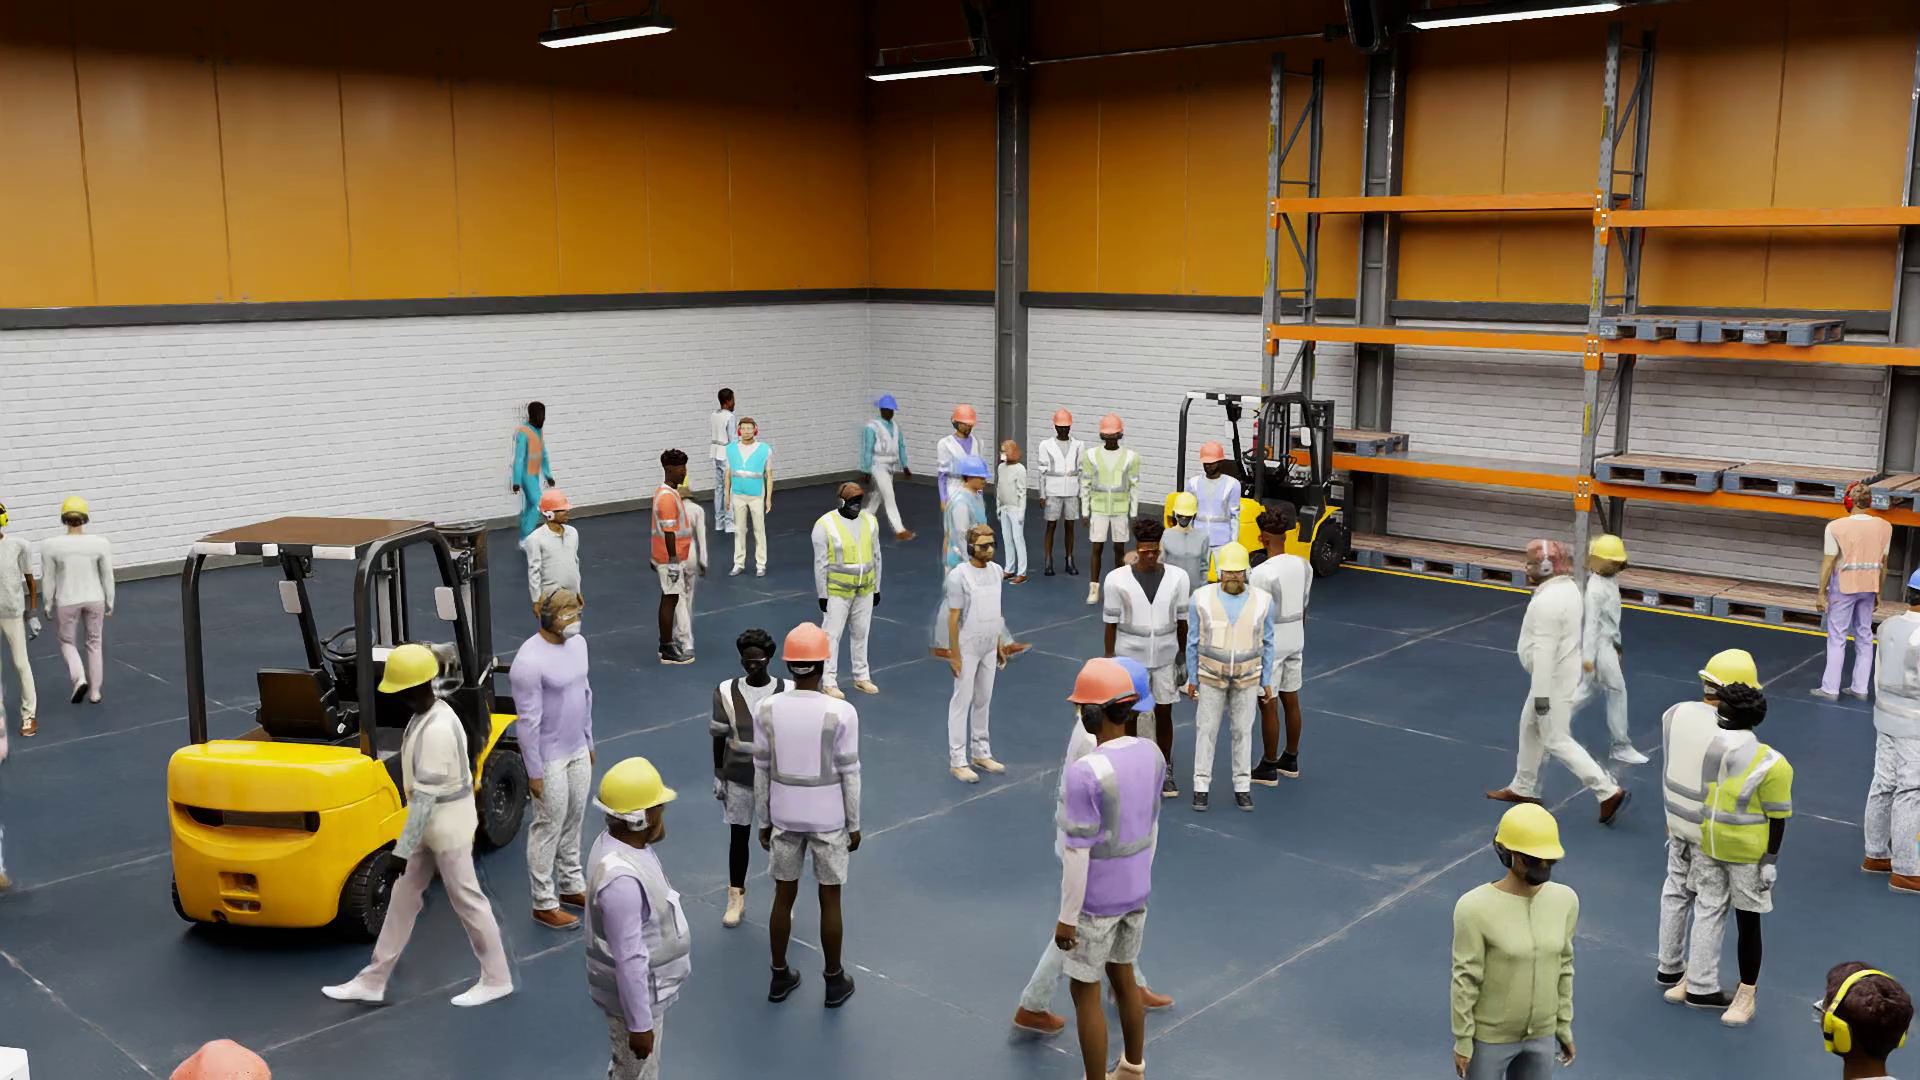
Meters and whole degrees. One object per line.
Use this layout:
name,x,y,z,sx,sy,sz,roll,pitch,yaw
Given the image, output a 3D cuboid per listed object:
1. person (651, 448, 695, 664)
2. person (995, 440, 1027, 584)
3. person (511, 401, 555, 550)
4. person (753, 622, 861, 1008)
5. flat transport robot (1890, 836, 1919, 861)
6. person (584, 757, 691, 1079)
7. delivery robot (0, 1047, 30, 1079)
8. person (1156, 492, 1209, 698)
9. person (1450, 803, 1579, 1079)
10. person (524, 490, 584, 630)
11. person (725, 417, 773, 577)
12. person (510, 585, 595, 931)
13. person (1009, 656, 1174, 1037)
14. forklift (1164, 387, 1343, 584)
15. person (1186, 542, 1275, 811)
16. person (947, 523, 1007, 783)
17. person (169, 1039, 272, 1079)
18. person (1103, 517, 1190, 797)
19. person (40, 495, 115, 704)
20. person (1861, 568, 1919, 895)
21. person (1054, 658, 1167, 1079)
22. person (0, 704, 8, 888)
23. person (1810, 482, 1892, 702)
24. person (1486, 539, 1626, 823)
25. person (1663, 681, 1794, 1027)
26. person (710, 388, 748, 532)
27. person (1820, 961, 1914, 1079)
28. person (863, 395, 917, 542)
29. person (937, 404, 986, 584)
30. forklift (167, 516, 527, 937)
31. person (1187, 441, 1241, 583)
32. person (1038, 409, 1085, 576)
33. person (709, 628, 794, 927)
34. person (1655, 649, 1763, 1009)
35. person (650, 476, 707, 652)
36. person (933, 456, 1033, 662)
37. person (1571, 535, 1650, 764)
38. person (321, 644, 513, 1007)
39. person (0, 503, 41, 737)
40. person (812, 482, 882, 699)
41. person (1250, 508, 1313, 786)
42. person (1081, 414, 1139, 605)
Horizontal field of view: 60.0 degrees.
person,-2.622,0.141,15.157,0.362,1.962,0.614,-2,10,-12
person,0.579,-0.320,18.759,0.280,1.628,0.504,-7,12,-34
person,-5.318,-0.784,20.663,0.515,1.889,0.597,1,10,4
person,-0.753,1.365,8.295,0.544,1.929,0.378,3,10,15
flat transport robot,6.133,1.898,9.969,0.652,0.197,1.431,1,10,7
person,-1.244,1.736,6.454,0.404,1.832,0.600,-2,10,-14
delivery robot,-4.105,2.287,6.685,0.477,0.478,0.707,2,10,11
person,1.846,0.469,13.868,0.523,1.763,0.329,-3,11,-19
person,2.045,1.822,6.147,0.522,1.771,0.307,-3,10,-18
person,-3.389,0.446,14.009,0.319,1.755,0.572,6,12,31
person,-2.424,-0.496,19.110,0.569,1.849,0.384,2,10,10
person,-2.238,1.197,9.256,0.379,1.931,0.635,3,11,19
person,0.629,1.456,7.945,0.779,1.893,0.626,0,10,1
forklift,3.298,-0.608,18.767,1.214,2.155,2.313,9,13,42
person,1.807,0.912,11.140,0.589,1.835,0.404,1,10,4
person,0.127,0.785,11.831,0.506,1.846,0.350,-10,14,-43
person,-1.589,2.122,3.741,0.687,2.014,0.521,-2,10,-11
person,1.277,0.806,11.420,0.609,1.952,0.389,-1,10,-5
person,-7.224,0.509,13.667,0.537,1.750,0.440,-7,12,-35
person,5.597,1.100,9.773,0.401,1.939,0.604,0,10,0
person,0.620,1.510,7.193,0.409,2.029,0.614,8,13,39
person,-5.637,1.239,9.366,0.483,1.822,0.704,-1,10,-6
person,7.420,0.441,13.816,0.561,1.837,0.388,-1,10,-5
person,3.996,0.924,11.011,0.861,1.868,0.685,6,12,31
person,3.757,1.512,8.114,0.322,1.696,0.530,-6,12,-30
person,-3.113,-1.061,22.127,0.392,1.922,0.593,-7,12,-36
person,2.409,2.059,4.546,0.511,1.862,0.324,-2,10,-10
person,-0.955,-0.929,21.490,1.018,1.895,0.603,7,12,35
person,0.032,-0.503,18.603,0.608,2.044,0.372,-7,12,-36
forklift,-3.583,0.976,9.748,1.214,2.155,2.313,2,10,11
person,2.423,0.004,16.049,0.545,1.931,0.387,4,11,24
person,1.180,-0.549,19.161,0.552,1.936,0.358,-2,10,-11
person,-1.115,1.315,9.235,0.540,1.695,0.317,0,10,-3
person,3.721,1.430,8.250,0.403,1.817,0.605,-3,10,-16
person,-2.613,0.193,15.620,0.489,1.700,0.900,-6,11,-30
person,0.176,0.196,15.012,0.969,1.897,0.652,3,11,19
person,4.678,0.779,12.226,0.784,1.700,0.496,4,11,24
person,-2.669,1.429,8.111,0.950,1.869,0.581,-5,11,-28
person,-7.383,0.601,12.812,0.538,1.869,0.313,-2,10,-11
person,-0.931,0.419,13.967,0.623,1.835,0.431,-7,12,-33
person,2.214,0.749,11.709,0.600,1.960,0.374,-9,13,-41
person,1.576,-0.316,17.541,0.614,2.041,0.390,1,10,7
